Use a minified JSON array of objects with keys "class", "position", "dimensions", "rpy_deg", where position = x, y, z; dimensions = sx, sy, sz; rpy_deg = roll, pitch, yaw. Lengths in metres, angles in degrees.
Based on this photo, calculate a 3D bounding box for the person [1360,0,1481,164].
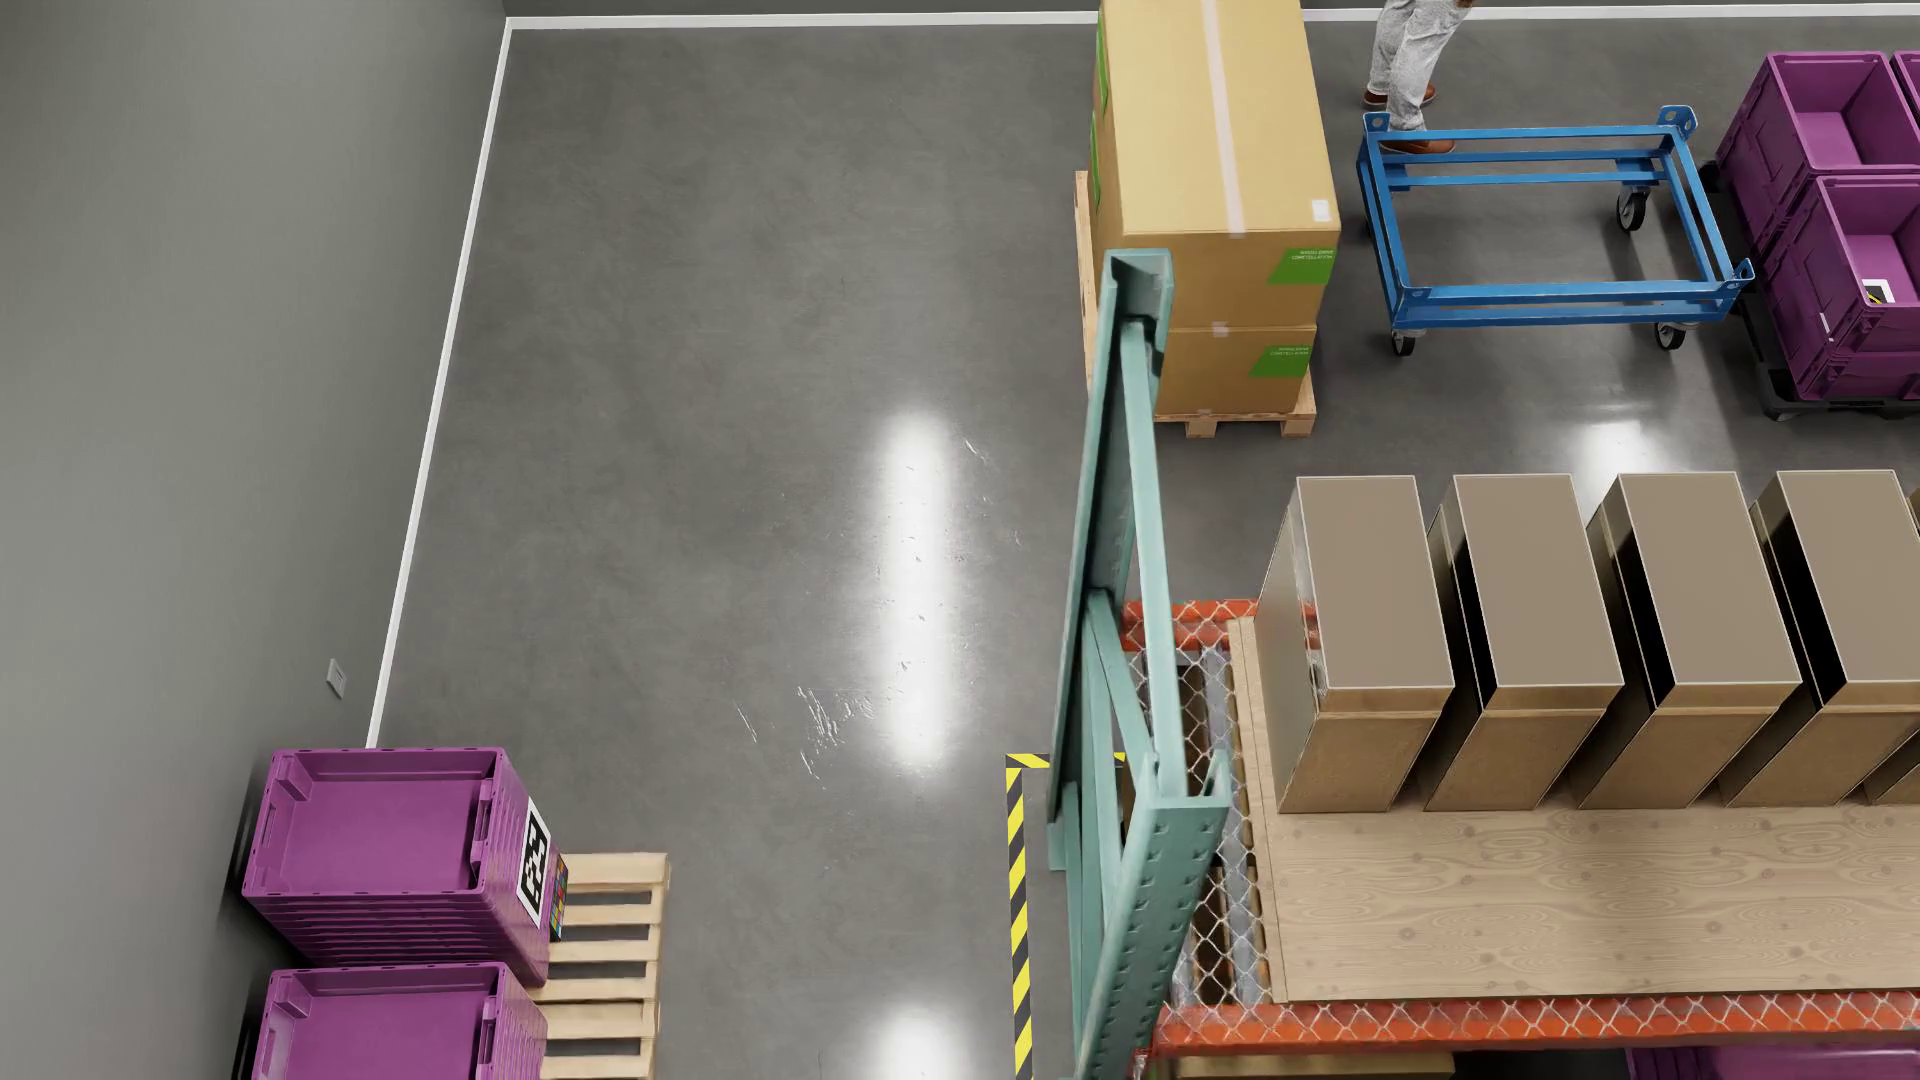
[{"class":"person","position":[1.822,-2.251,6.083],"dimensions":[0.379,1.940,0.629],"rpy_deg":[-1,58,-1]}]
